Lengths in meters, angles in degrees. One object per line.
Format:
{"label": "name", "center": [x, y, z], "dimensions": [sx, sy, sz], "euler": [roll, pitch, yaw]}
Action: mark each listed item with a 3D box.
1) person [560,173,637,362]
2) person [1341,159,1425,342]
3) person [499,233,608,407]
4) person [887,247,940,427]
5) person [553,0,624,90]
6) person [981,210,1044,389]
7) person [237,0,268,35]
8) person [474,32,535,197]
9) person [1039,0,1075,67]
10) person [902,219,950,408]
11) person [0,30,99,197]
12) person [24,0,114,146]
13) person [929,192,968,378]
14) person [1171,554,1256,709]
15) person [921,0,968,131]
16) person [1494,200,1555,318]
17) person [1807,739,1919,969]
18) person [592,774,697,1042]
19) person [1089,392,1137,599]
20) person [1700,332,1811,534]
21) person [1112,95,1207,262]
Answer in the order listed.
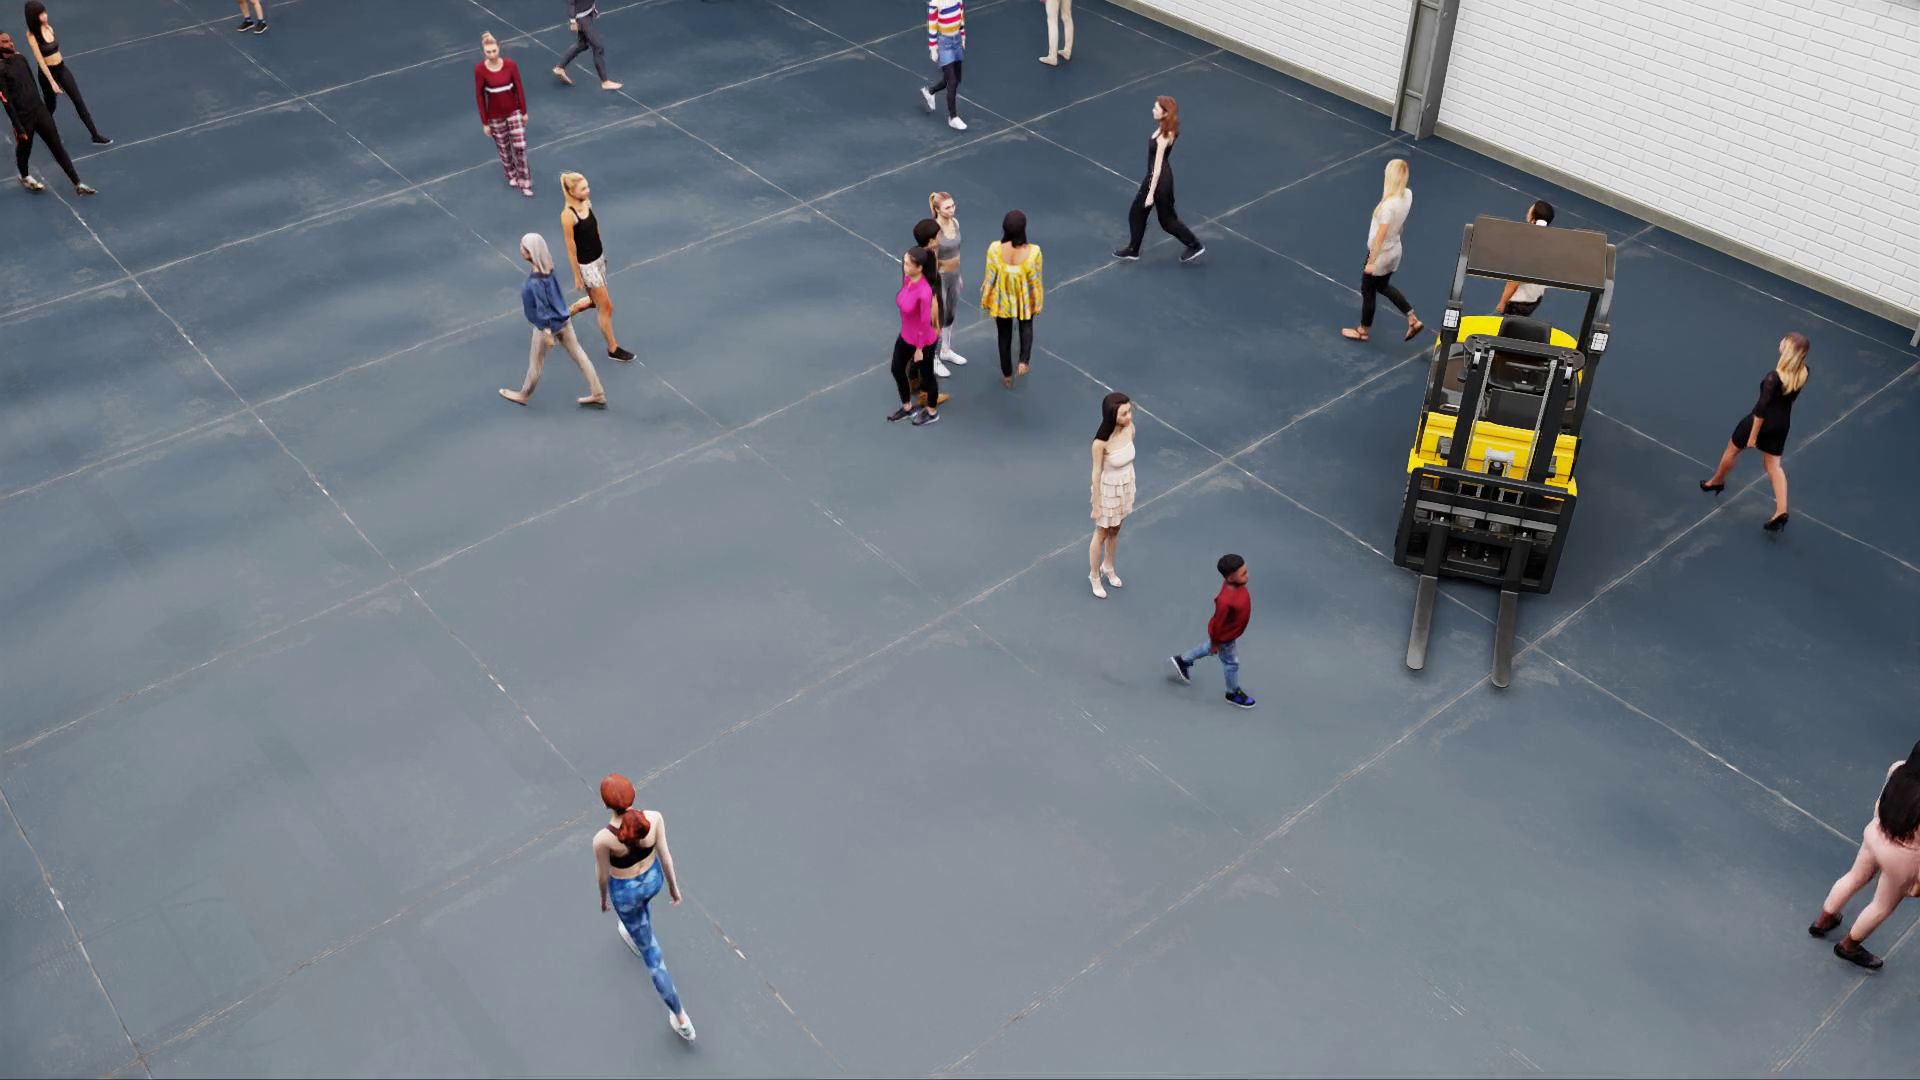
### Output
{"label": "person", "center": [-3.331, -2.424, 14.624], "dimensions": [1.141, 1.821, 0.986], "euler": [10, 40, 13]}
{"label": "person", "center": [3.840, -2.482, 14.706], "dimensions": [1.015, 1.809, 0.759], "euler": [24, 45, 27]}
{"label": "person", "center": [-3.338, -1.791, 13.981], "dimensions": [1.180, 1.643, 1.087], "euler": [5, 39, 6]}
{"label": "person", "center": [-0.269, -1.694, 13.822], "dimensions": [0.715, 1.691, 0.649], "euler": [-19, 43, -23]}
{"label": "person", "center": [-4.461, -6.074, 19.257], "dimensions": [1.106, 1.741, 1.077], "euler": [1, 39, 1]}
{"label": "person", "center": [0.445, -2.013, 14.253], "dimensions": [0.871, 1.641, 0.929], "euler": [2, 39, 2]}
{"label": "person", "center": [-8.980, -7.060, 20.729], "dimensions": [0.580, 1.446, 0.675], "euler": [12, 40, 14]}
{"label": "person", "center": [-4.746, -4.449, 17.275], "dimensions": [0.806, 1.676, 0.951], "euler": [-14, 41, -16]}
{"label": "person", "center": [1.183, -6.600, 19.833], "dimensions": [0.653, 1.846, 0.557], "euler": [-25, 45, -28]}
{"label": "person", "center": [-0.322, -1.927, 14.087], "dimensions": [0.721, 1.713, 0.544], "euler": [-18, 42, -21]}
{"label": "person", "center": [-9.640, -4.349, 17.083], "dimensions": [1.301, 1.759, 1.045], "euler": [13, 40, 16]}
{"label": "person", "center": [-9.910, -5.027, 18.053], "dimensions": [1.144, 1.608, 0.922], "euler": [12, 40, 14]}
{"label": "person", "center": [-0.140, -2.254, 14.505], "dimensions": [0.609, 1.703, 0.620], "euler": [25, 45, 28]}
{"label": "person", "center": [1.742, 0.593, 11.317], "dimensions": [0.930, 1.232, 0.744], "euler": [14, 41, 17]}
{"label": "person", "center": [-0.180, -5.492, 18.489], "dimensions": [0.987, 1.791, 0.711], "euler": [32, 48, 33]}
{"label": "person", "center": [4.886, -2.031, 14.165], "dimensions": [0.717, 1.790, 0.708], "euler": [31, 48, 33]}
{"label": "person", "center": [5.296, 1.786, 9.442], "dimensions": [0.792, 1.708, 0.660], "euler": [1, 39, 1]}
{"label": "person", "center": [-1.725, 2.033, 9.121], "dimensions": [0.617, 1.733, 1.230], "euler": [-24, 44, -27]}
{"label": "person", "center": [1.096, -0.331, 12.071], "dimensions": [0.574, 1.736, 0.528], "euler": [-30, 48, -32]}
{"label": "person", "center": [6.241, -0.803, 12.739], "dimensions": [0.789, 1.639, 1.132], "euler": [-14, 41, -17]}
{"label": "person", "center": [2.015, -3.405, 15.941], "dimensions": [1.121, 1.709, 1.115], "euler": [-1, 39, -1]}
